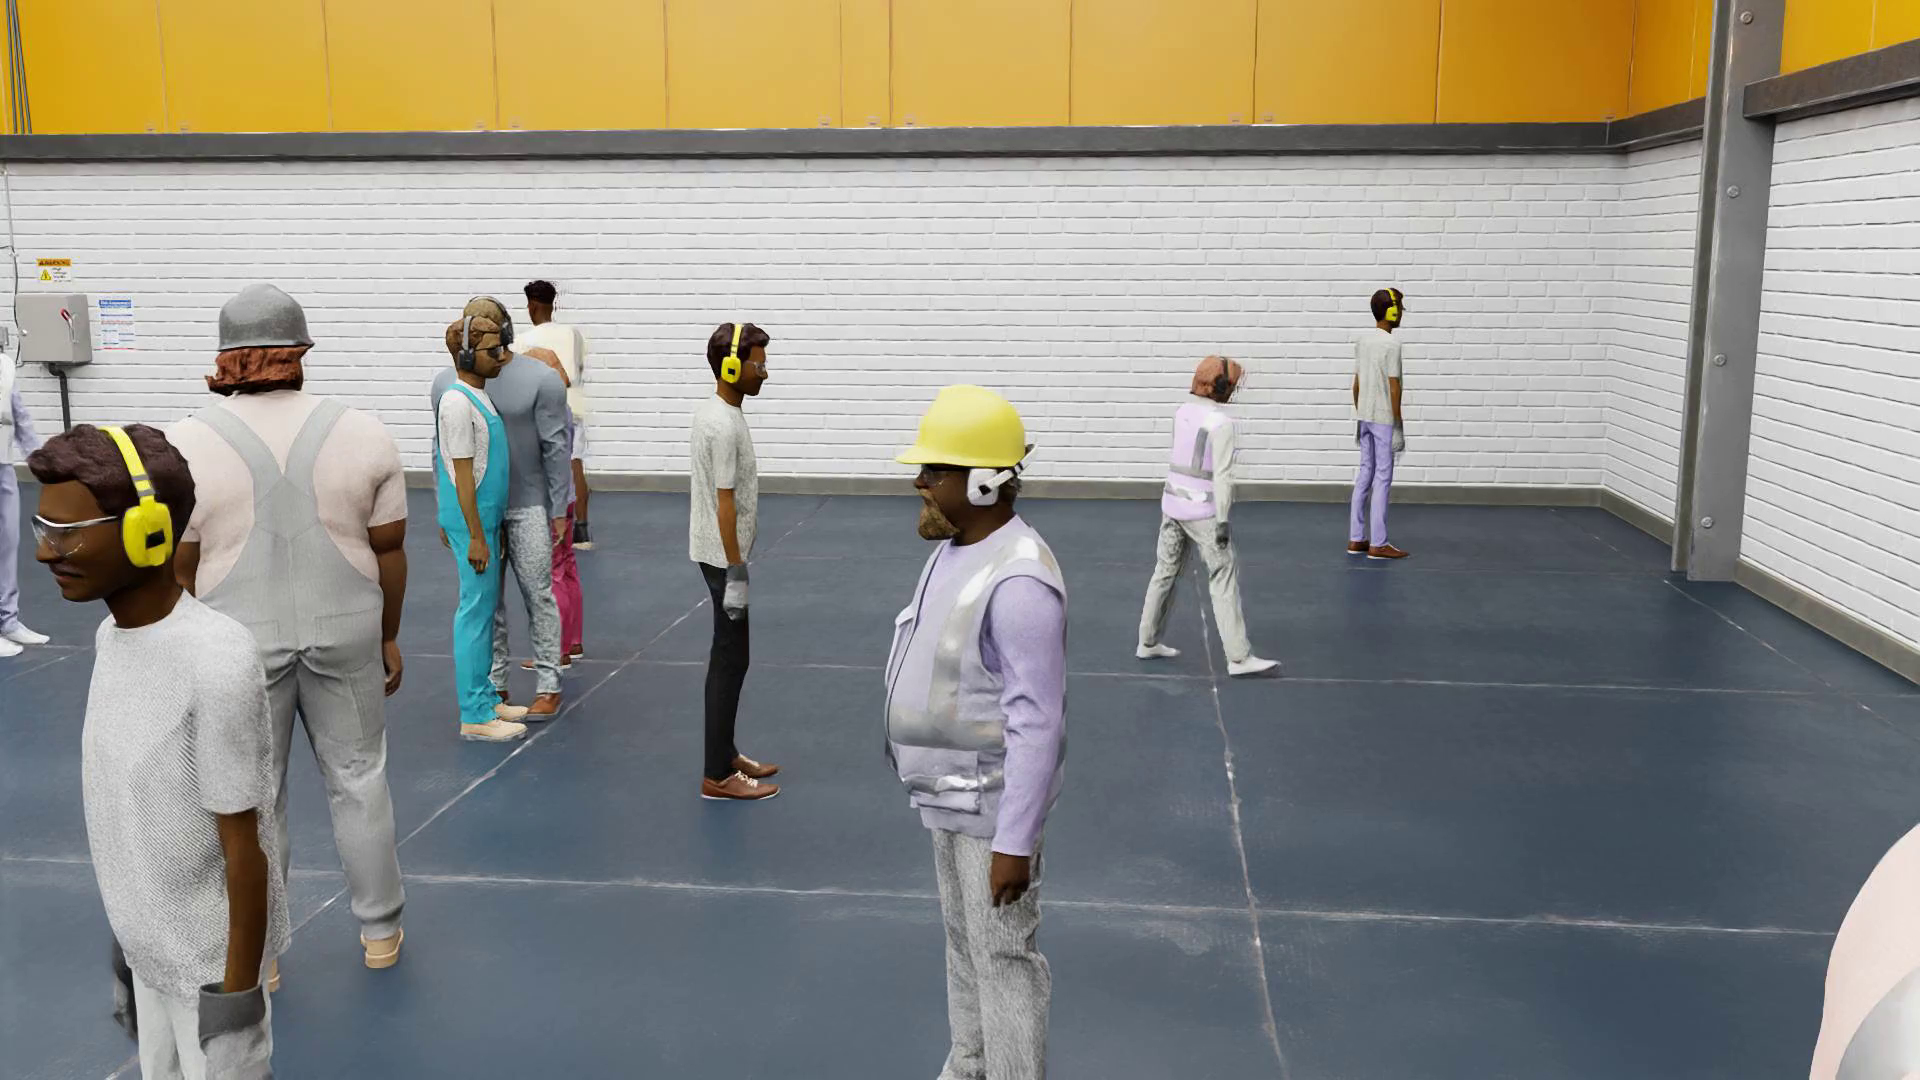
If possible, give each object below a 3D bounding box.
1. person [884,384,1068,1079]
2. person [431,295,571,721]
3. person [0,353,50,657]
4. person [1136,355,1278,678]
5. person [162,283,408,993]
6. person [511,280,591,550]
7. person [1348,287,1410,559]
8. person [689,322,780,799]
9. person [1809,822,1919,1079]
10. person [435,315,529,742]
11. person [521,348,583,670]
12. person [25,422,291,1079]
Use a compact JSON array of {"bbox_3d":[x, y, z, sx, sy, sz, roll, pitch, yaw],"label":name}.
[{"bbox_3d":[0.032,0.565,3.766,0.404,1.835,0.588,-3,10,-15],"label":"person"},{"bbox_3d":[-2.071,-0.139,7.540,0.639,1.928,0.375,1,10,5],"label":"person"},{"bbox_3d":[-5.152,-0.353,8.809,0.459,1.915,0.608,1,10,7],"label":"person"},{"bbox_3d":[1.251,-0.127,8.395,0.452,1.612,0.671,-4,11,-24],"label":"person"},{"bbox_3d":[-1.963,0.277,4.827,0.683,2.000,0.536,-5,11,-28],"label":"person"},{"bbox_3d":[-2.968,-0.905,11.979,0.598,1.908,0.973,-8,13,-39],"label":"person"},{"bbox_3d":[2.911,-0.804,11.511,0.318,1.868,0.523,-4,11,-20],"label":"person"},{"bbox_3d":[-0.872,0.090,6.446,0.346,1.856,0.526,-2,10,-12],"label":"person"},{"bbox_3d":[1.004,0.945,1.601,0.430,1.840,0.633,5,11,26],"label":"person"},{"bbox_3d":[-2.086,-0.049,7.255,0.345,1.846,0.508,-2,10,-9],"label":"person"},{"bbox_3d":[-2.097,-0.157,8.476,0.276,1.633,0.507,1,10,5],"label":"person"},{"bbox_3d":[-1.291,0.730,2.764,0.512,1.861,0.324,9,13,42],"label":"person"}]
